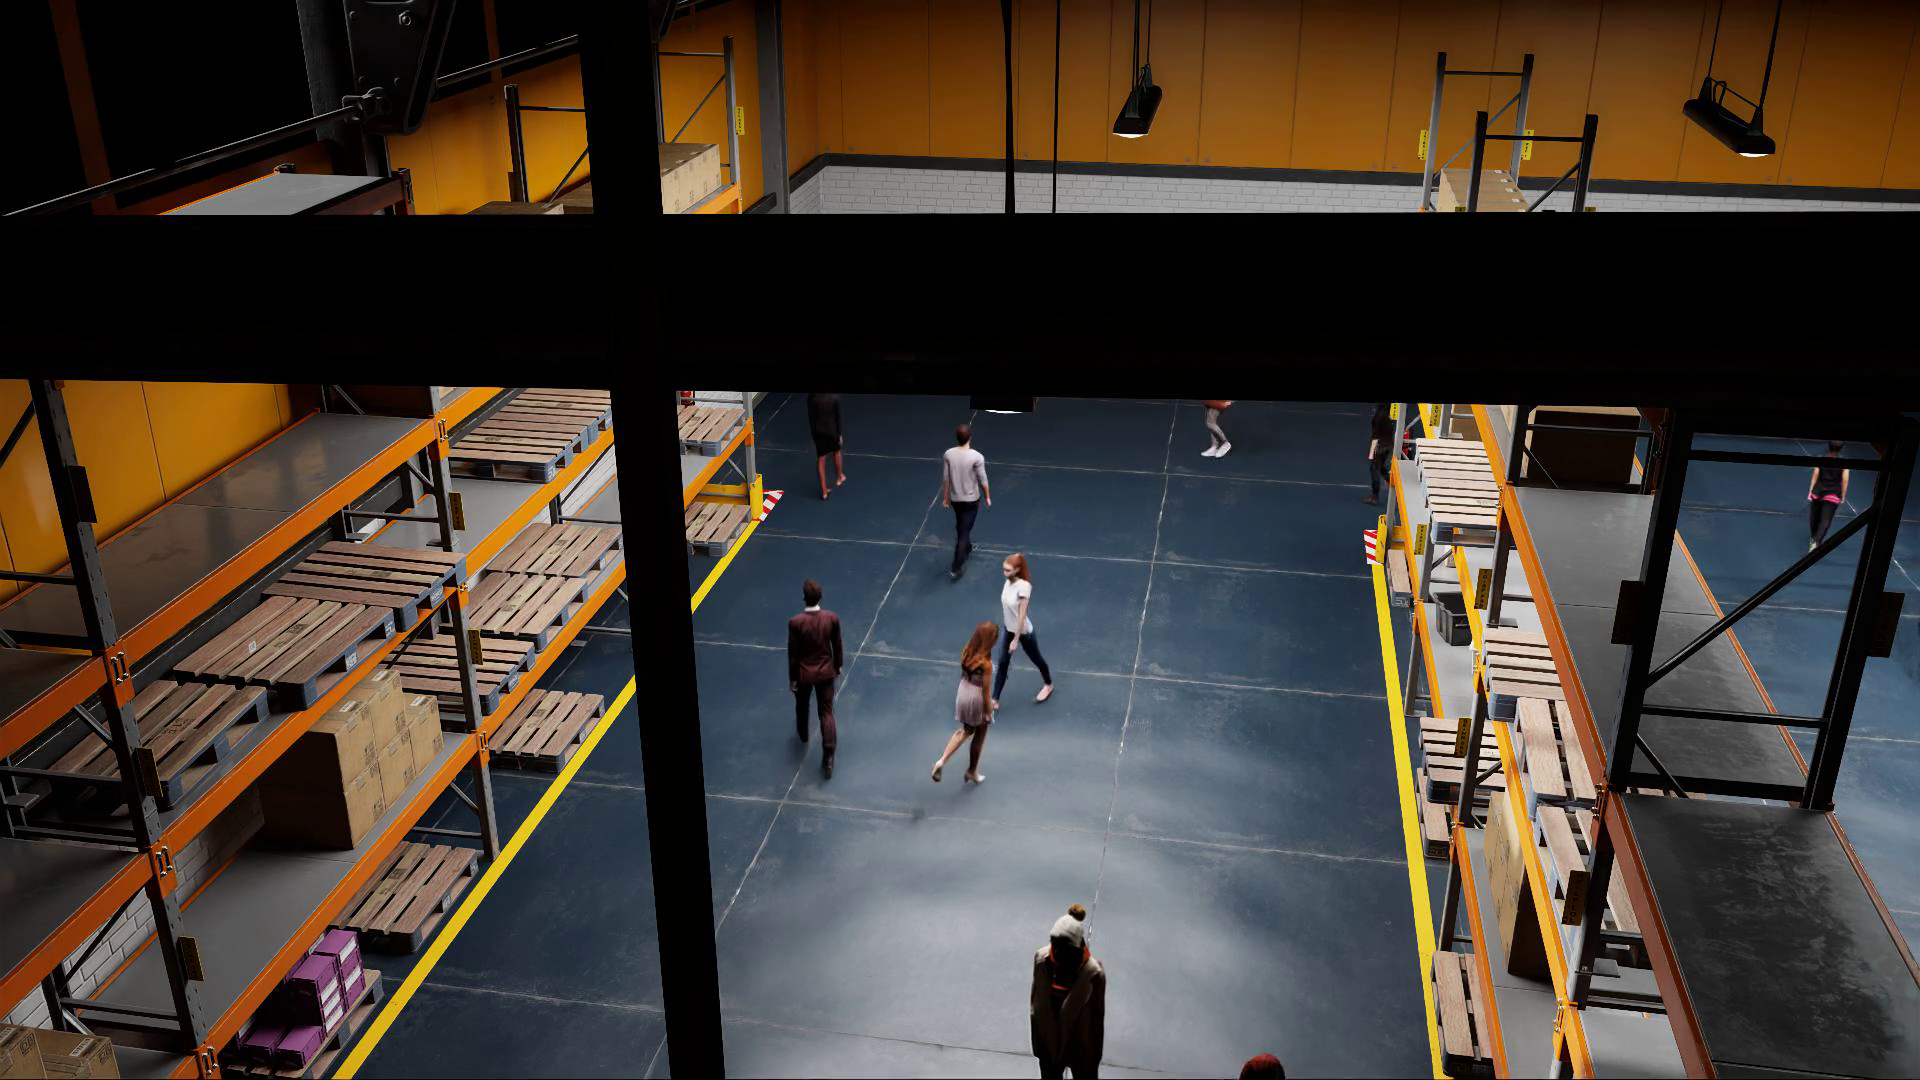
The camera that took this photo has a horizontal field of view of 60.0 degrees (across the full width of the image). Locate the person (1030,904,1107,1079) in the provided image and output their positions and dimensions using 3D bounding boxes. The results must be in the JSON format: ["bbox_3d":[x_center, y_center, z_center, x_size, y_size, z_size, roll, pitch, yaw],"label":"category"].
[{"bbox_3d":[0.740,3.252,11.136,0.765,1.891,0.760,11,26,24],"label":"person"}]

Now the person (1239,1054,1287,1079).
[{"bbox_3d":[1.754,3.792,10.067,0.629,1.757,1.057,2,24,4],"label":"person"}]

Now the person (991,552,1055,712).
[{"bbox_3d":[0.681,0.920,16.726,1.175,1.687,1.129,-16,28,-32],"label":"person"}]

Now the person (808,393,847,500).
[{"bbox_3d":[-1.790,-1.365,21.939,0.623,1.698,0.919,4,24,9],"label":"person"}]

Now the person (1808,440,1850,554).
[{"bbox_3d":[10.555,-0.551,20.289,0.834,1.527,1.072,16,28,33],"label":"person"}]

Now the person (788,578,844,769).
[{"bbox_3d":[-1.341,1.298,15.690,1.066,1.824,1.331,-7,24,-15],"label":"person"}]

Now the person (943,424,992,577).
[{"bbox_3d":[0.019,-0.440,19.702,0.893,1.794,1.261,10,26,23],"label":"person"}]

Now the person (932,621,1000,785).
[{"bbox_3d":[0.066,1.560,15.196,0.980,1.739,0.920,-17,29,-34],"label":"person"}]

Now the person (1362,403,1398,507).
[{"bbox_3d":[5.558,-1.197,21.632,0.850,1.635,0.805,21,31,40],"label":"person"}]
